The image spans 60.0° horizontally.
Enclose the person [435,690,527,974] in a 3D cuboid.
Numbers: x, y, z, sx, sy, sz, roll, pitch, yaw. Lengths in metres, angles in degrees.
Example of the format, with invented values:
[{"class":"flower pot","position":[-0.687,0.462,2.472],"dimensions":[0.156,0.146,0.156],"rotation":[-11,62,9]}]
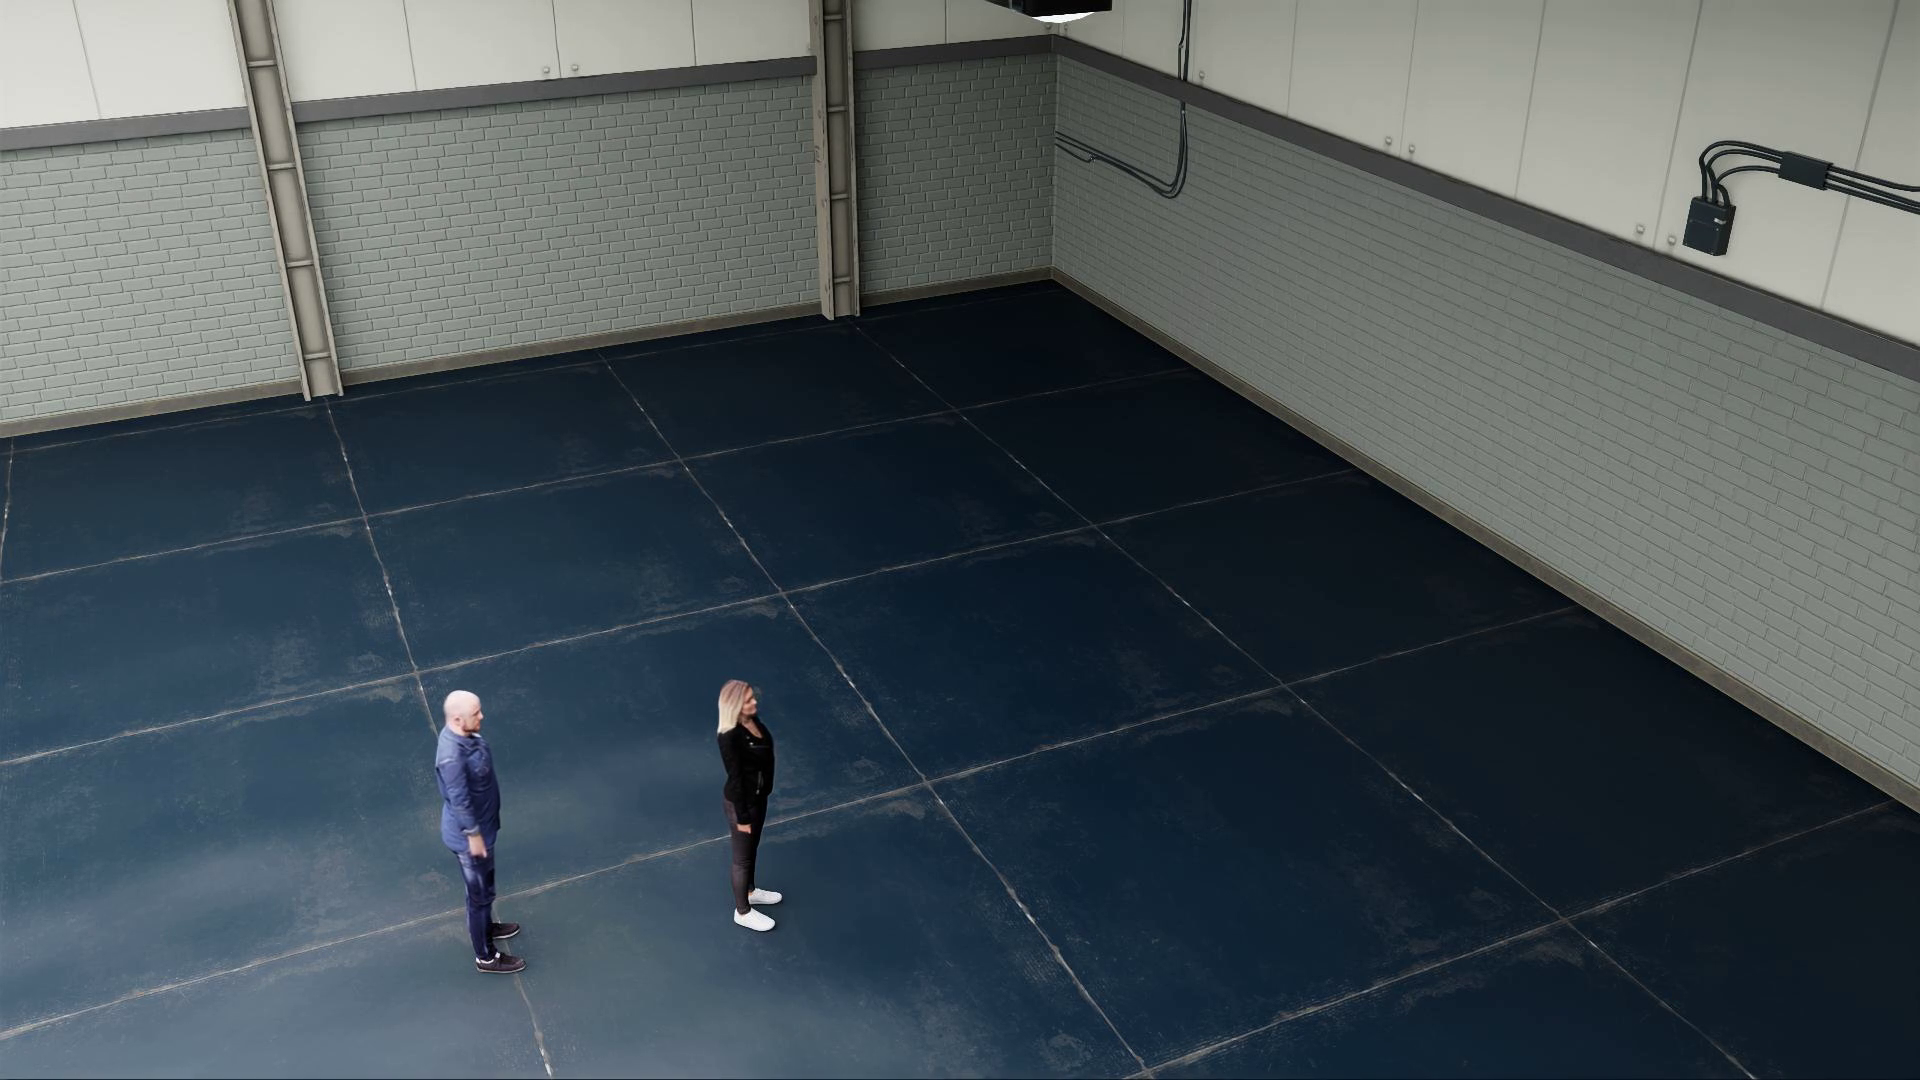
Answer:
[{"class":"person","position":[-2.819,1.676,9.649],"dimensions":[0.639,1.826,0.747],"rotation":[-7,28,-14]}]

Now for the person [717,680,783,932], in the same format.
[{"class":"person","position":[-1.300,1.571,10.006],"dimensions":[0.700,1.687,0.689],"rotation":[3,27,5]}]
